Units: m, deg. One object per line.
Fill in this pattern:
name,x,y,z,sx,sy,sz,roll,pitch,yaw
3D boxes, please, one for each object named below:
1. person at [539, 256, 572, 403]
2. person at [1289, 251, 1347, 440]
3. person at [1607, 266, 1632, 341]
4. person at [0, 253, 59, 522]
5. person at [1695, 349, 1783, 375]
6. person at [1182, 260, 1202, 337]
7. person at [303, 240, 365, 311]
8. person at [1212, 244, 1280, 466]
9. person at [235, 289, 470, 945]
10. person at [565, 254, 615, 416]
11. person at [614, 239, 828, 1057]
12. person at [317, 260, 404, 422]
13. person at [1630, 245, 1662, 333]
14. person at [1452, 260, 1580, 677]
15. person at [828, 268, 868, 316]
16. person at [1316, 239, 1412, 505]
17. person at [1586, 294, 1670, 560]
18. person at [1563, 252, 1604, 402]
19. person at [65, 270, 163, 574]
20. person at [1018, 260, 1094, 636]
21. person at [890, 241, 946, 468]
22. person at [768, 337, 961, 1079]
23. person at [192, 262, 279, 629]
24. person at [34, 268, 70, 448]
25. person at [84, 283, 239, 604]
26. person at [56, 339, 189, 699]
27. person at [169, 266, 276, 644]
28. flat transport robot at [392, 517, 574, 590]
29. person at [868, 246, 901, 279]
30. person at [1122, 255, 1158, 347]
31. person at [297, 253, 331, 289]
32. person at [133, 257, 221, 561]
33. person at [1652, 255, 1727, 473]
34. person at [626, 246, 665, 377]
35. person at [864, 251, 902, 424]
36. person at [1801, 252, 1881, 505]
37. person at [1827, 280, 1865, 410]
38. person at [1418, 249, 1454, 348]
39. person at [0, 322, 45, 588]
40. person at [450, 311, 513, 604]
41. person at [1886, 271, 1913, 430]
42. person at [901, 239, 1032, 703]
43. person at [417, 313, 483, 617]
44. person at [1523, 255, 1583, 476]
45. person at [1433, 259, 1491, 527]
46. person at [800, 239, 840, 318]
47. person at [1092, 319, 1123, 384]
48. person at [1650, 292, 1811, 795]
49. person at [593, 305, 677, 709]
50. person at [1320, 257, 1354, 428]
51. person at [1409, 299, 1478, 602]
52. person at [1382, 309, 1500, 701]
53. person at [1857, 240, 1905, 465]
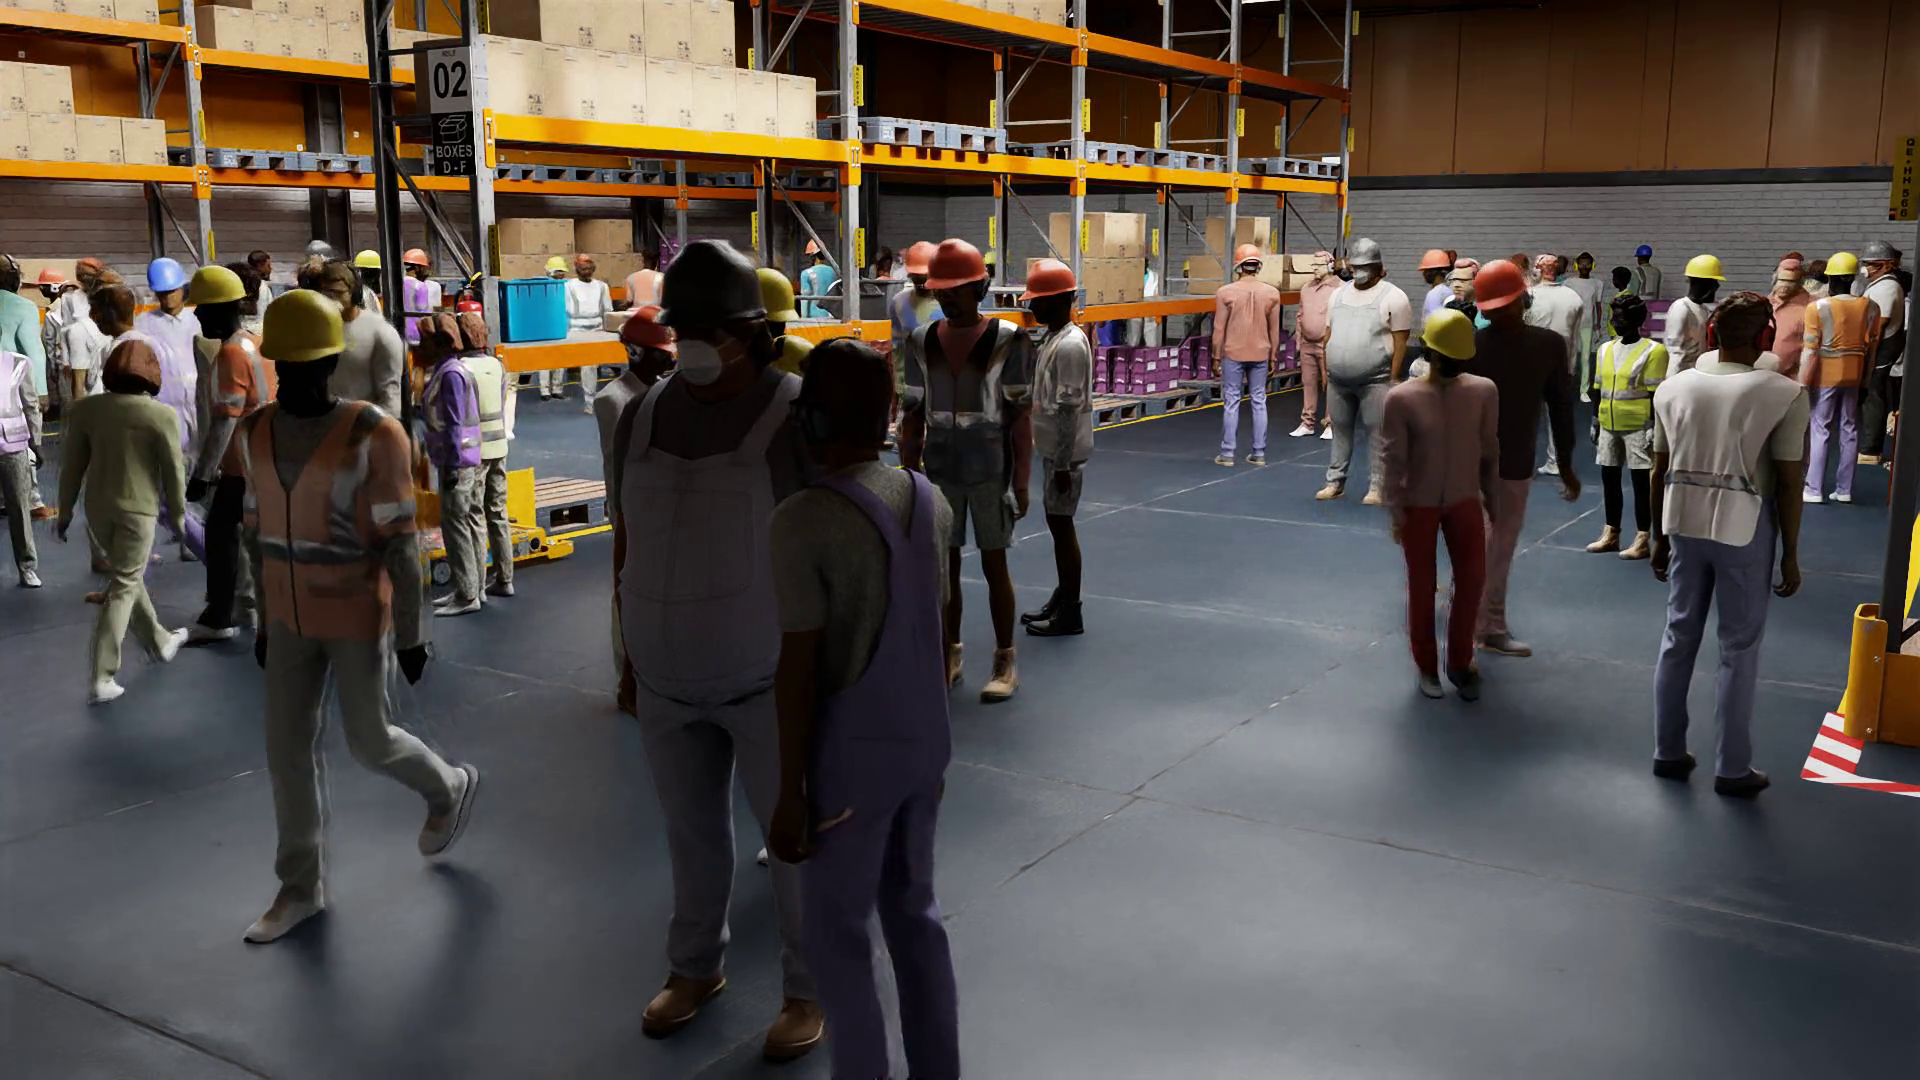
person,-5.085,-2.625,20.800,0.403,1.817,0.623,6,12,29
person,3.674,-1.981,16.980,0.409,1.907,0.650,-9,14,-42
person,8.298,-2.585,20.919,0.320,1.692,0.531,2,10,9
person,-6.846,-1.090,11.990,0.630,1.931,0.376,3,11,16
person,4.691,-0.594,10.082,0.523,1.632,0.278,8,13,38
person,3.432,-3.290,24.710,0.316,1.737,0.487,-3,11,-14
person,-6.023,-1.846,15.861,0.686,2.000,0.543,2,10,13
person,2.562,-1.653,14.952,0.614,1.987,0.408,-2,10,-9
person,-1.832,0.193,4.998,0.602,1.892,0.787,3,11,18
person,-4.275,-2.363,19.224,0.711,1.851,0.732,-7,13,-35
person,-0.593,0.271,4.129,0.687,2.000,0.535,4,11,22
person,-3.247,-0.529,8.896,0.654,1.918,0.486,2,10,12
person,10.498,-3.559,25.608,0.612,1.946,0.405,-5,11,-27
person,2.527,-0.336,7.828,0.713,1.931,0.713,-3,11,-15
person,-1.143,-2.177,18.081,0.598,1.907,0.409,-4,11,-22
person,3.063,-1.291,12.785,0.687,2.000,0.538,8,13,39
person,4.260,-0.726,10.644,0.320,1.687,0.539,-6,12,-29
person,7.758,-2.652,20.798,0.512,1.872,0.328,3,11,14
person,-5.184,-0.724,10.190,0.324,1.842,0.514,4,11,21
person,0.486,-0.463,8.525,0.389,1.925,0.550,0,10,-3
person,-0.225,-1.086,11.727,0.612,2.010,0.551,3,11,18
person,-0.193,0.489,3.565,0.430,1.827,0.530,8,13,36
person,-3.685,-0.489,8.715,0.390,1.910,0.583,9,14,42
person,-8.802,-1.777,16.266,0.327,1.753,0.561,-7,13,-35
person,-4.423,-0.515,9.191,0.903,1.804,0.531,0,10,-3
person,-3.777,-0.111,7.534,0.540,1.581,0.902,1,10,7
person,-3.552,-0.388,8.182,0.686,1.895,0.609,-4,11,-20
flat transport robot,-3.124,0.066,10.169,0.652,0.197,1.431,7,12,33
person,-1.306,-4.121,28.824,0.708,1.911,0.451,6,12,29
person,2.587,-3.148,23.670,0.626,1.833,0.431,0,10,1
person,-6.010,-1.690,15.385,0.517,1.897,0.651,-4,11,-19
person,-4.896,-0.812,10.484,0.632,1.918,0.570,-6,12,-29
person,5.420,-1.151,12.364,0.595,1.916,0.402,-10,14,-44
person,-4.116,-2.915,22.051,0.620,1.941,0.421,2,10,12
person,-0.785,-2.098,17.644,0.598,1.906,0.404,-8,13,-38
person,6.700,-1.228,12.743,0.587,1.930,0.359,-1,10,-6
person,10.404,-2.433,19.693,0.565,1.836,0.392,-1,10,-8
person,4.483,-1.769,15.728,0.378,1.932,0.551,7,12,33
person,-5.576,-0.515,9.595,0.523,1.638,0.311,-7,12,-34
person,-2.699,-0.458,9.305,0.321,1.630,0.520,4,11,19
person,10.009,-2.012,17.728,0.322,1.696,0.536,4,11,21
person,0.014,-0.296,7.327,0.613,2.028,0.409,4,11,21
person,-2.755,-0.411,9.043,0.313,1.629,0.534,-4,11,-22
person,4.971,-1.481,14.239,0.647,1.900,0.400,-3,11,-15
person,3.474,-0.984,11.492,0.398,1.898,0.644,-7,13,-36
person,-1.824,-2.863,21.522,0.606,2.035,0.404,-8,13,-39
person,2.063,-3.231,23.532,0.536,2.000,0.684,4,11,23
person,2.791,0.016,6.119,0.395,1.836,0.560,-8,13,-37
person,-1.337,-0.136,7.198,0.332,1.746,0.559,3,11,18
person,4.105,-2.118,17.928,0.429,1.841,0.625,1,10,8
person,2.754,-0.497,9.334,0.320,1.698,0.531,-9,13,-40
person,2.092,-0.141,7.247,0.548,1.724,0.480,0,10,-1
person,8.269,-1.715,15.131,0.536,2.000,0.684,6,12,29
